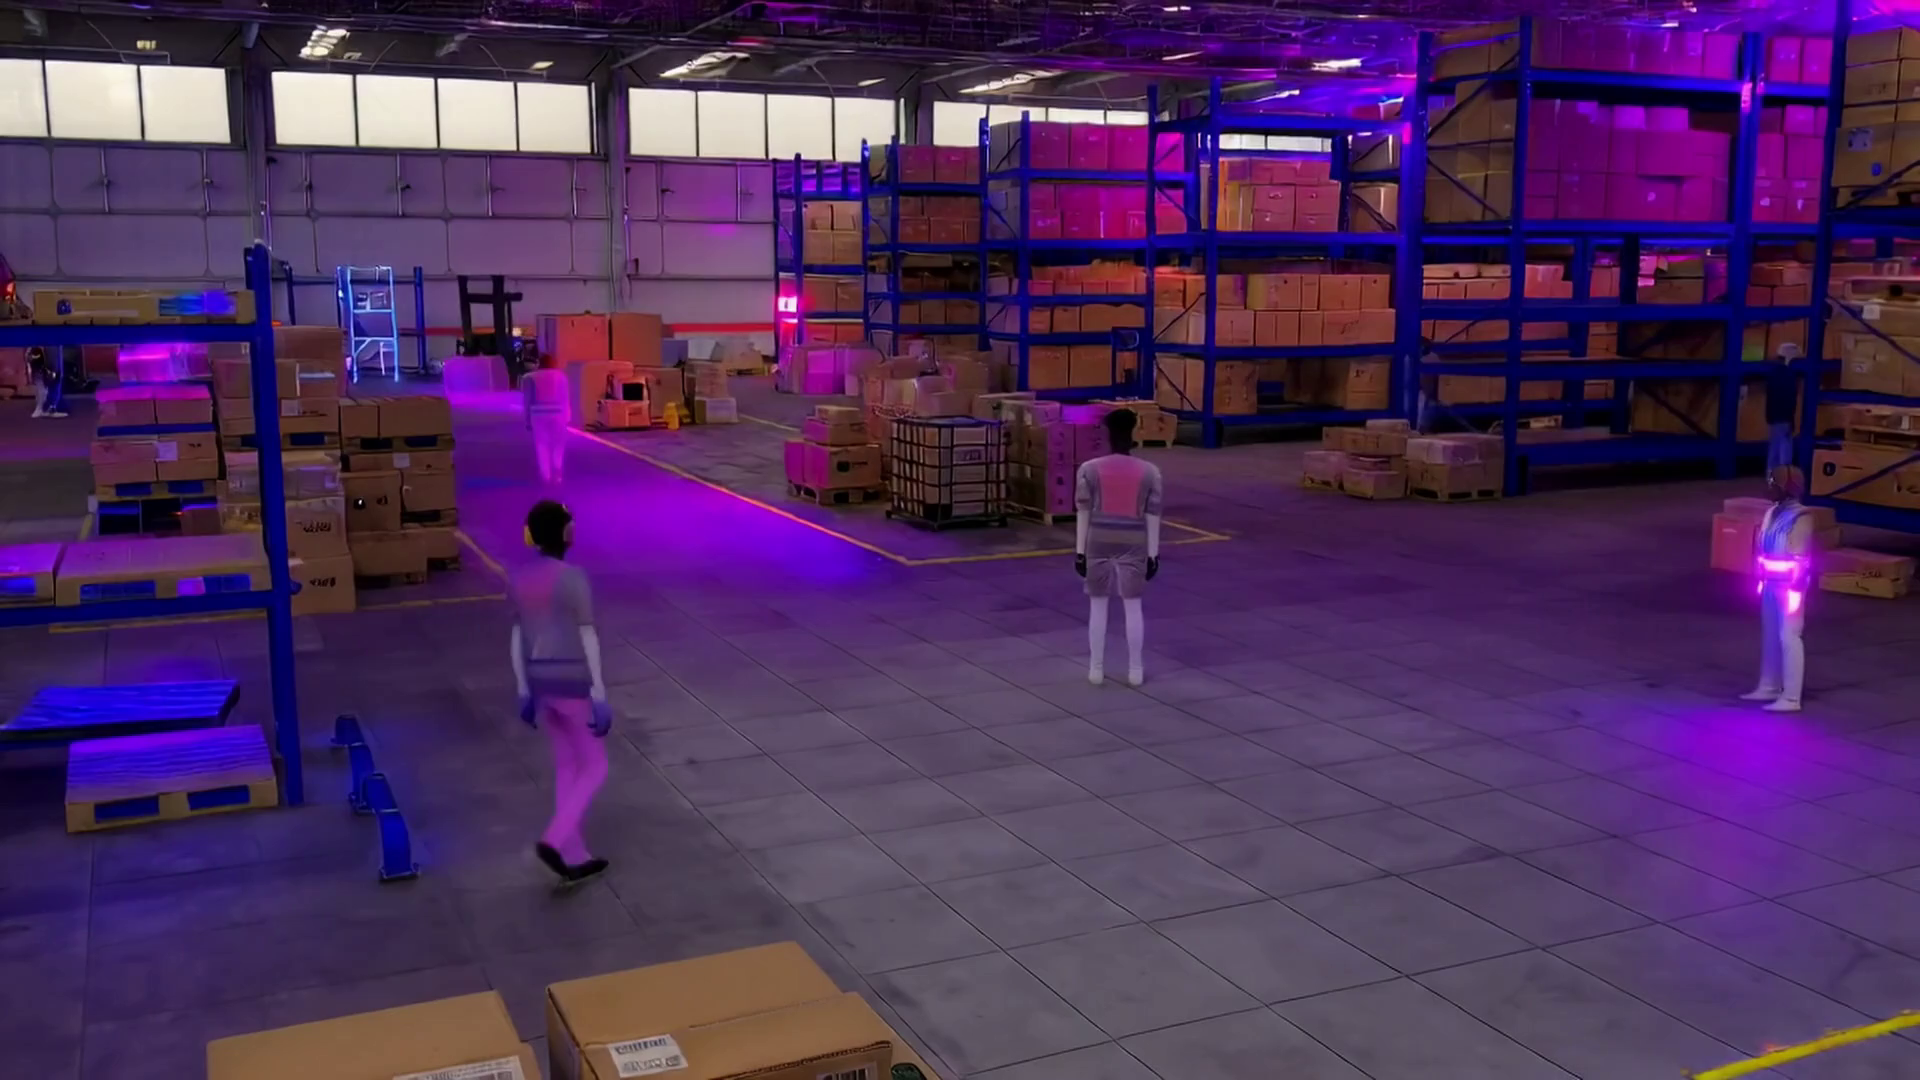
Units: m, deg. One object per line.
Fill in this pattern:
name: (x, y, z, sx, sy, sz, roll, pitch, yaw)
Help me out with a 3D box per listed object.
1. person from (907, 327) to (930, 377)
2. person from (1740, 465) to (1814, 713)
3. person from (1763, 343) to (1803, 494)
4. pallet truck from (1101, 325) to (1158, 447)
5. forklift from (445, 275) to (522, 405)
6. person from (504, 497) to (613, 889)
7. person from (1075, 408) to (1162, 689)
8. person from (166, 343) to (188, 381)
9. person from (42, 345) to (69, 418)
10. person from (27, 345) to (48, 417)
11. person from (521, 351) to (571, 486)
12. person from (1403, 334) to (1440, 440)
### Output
person: (-0.944, -3.920, 37.136, 0.538, 1.674, 0.624, 4, 10, 25)
person: (5.414, 0.318, 10.959, 0.311, 1.636, 0.523, 0, 9, 0)
person: (10.621, -1.552, 21.488, 0.407, 1.988, 0.627, 0, 9, 2)
pallet truck: (2.881, -2.596, 27.923, 0.823, 1.965, 1.885, -1, 9, -7)
forklift: (-10.425, -4.391, 36.327, 1.129, 2.768, 1.873, 1, 9, 8)
person: (-1.884, 0.729, 7.751, 0.561, 1.842, 0.485, 4, 10, 23)
person: (1.097, 0.064, 11.562, 0.598, 1.958, 0.378, 0, 9, 1)
person: (-16.858, -3.711, 35.810, 0.556, 1.680, 0.371, 5, 10, 27)
person: (-18.037, -3.393, 33.112, 0.374, 1.931, 0.623, -2, 9, -13)
person: (-18.329, -3.405, 33.115, 0.546, 1.942, 0.352, 2, 9, 10)
person: (-5.631, -1.660, 22.651, 0.667, 1.817, 0.691, -2, 9, -12)
person: (7.302, -2.299, 26.326, 0.632, 1.926, 0.561, 9, 13, 44)
